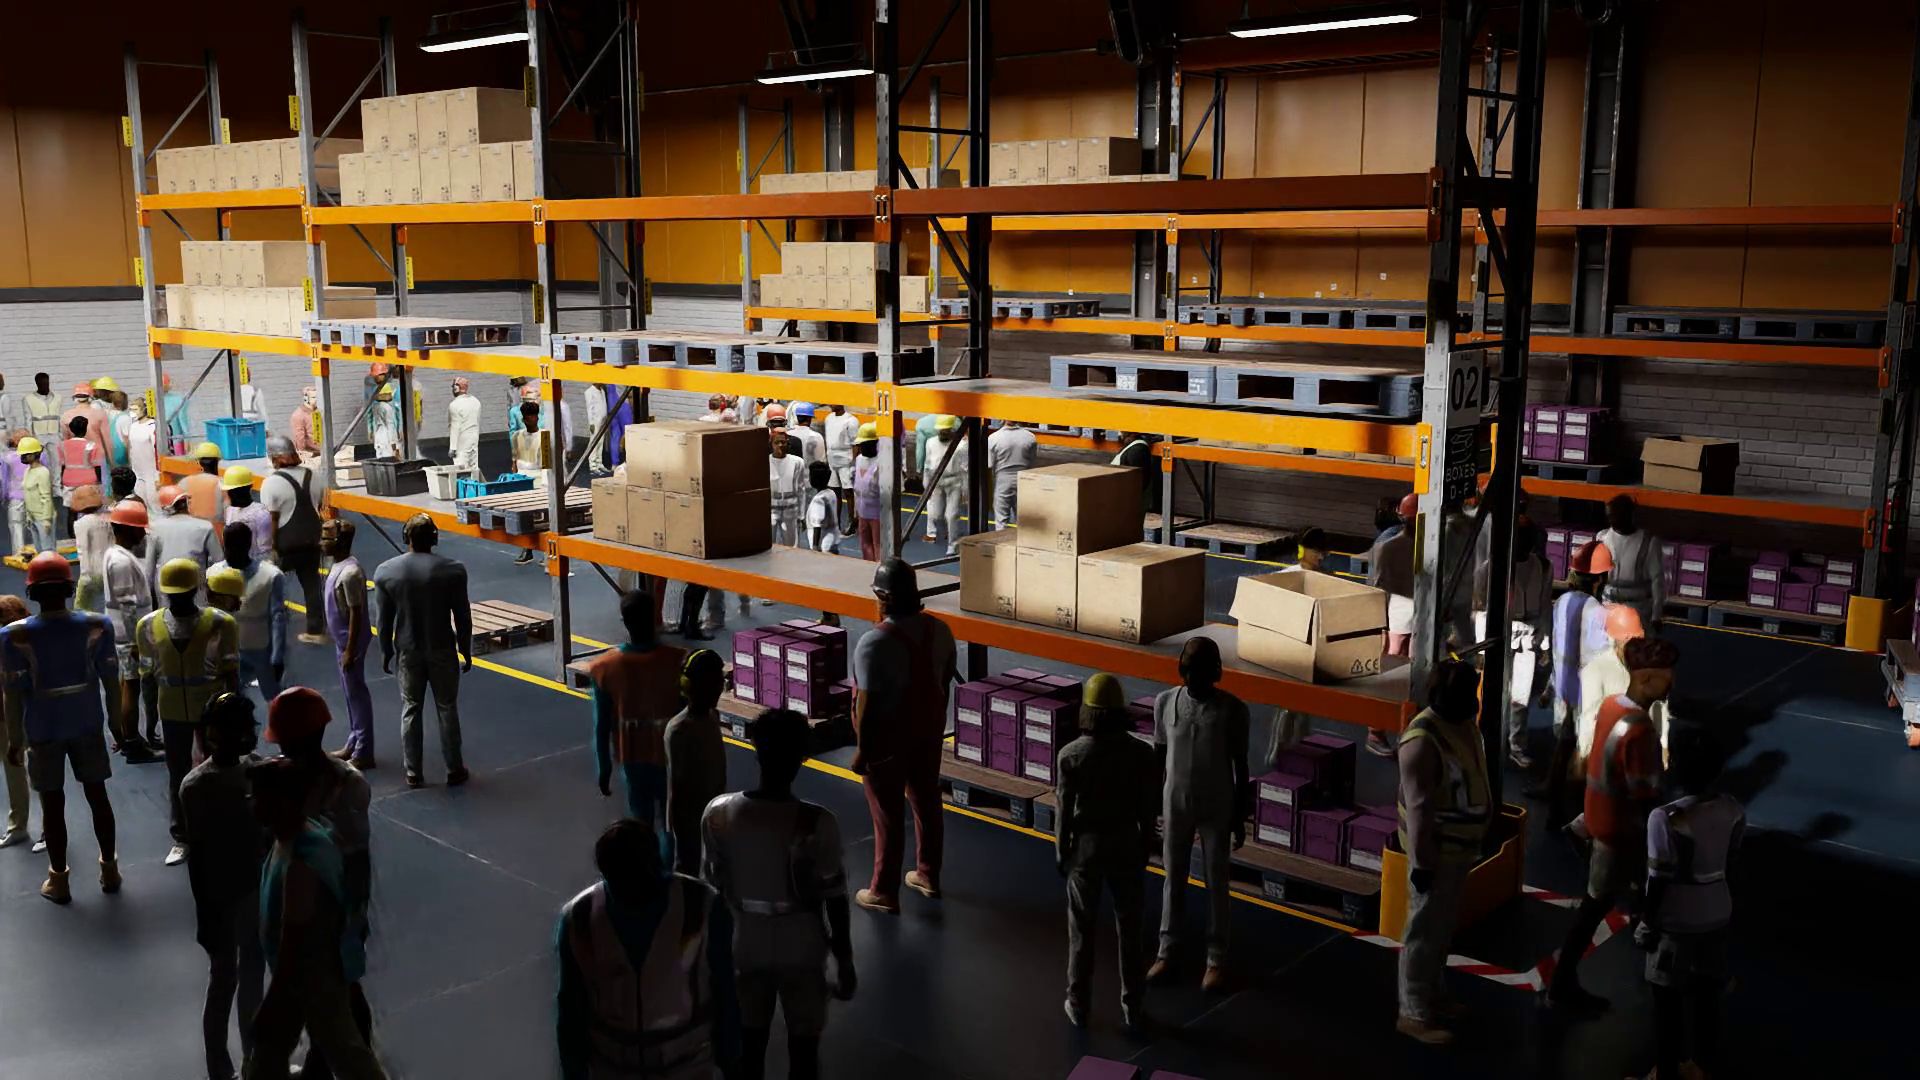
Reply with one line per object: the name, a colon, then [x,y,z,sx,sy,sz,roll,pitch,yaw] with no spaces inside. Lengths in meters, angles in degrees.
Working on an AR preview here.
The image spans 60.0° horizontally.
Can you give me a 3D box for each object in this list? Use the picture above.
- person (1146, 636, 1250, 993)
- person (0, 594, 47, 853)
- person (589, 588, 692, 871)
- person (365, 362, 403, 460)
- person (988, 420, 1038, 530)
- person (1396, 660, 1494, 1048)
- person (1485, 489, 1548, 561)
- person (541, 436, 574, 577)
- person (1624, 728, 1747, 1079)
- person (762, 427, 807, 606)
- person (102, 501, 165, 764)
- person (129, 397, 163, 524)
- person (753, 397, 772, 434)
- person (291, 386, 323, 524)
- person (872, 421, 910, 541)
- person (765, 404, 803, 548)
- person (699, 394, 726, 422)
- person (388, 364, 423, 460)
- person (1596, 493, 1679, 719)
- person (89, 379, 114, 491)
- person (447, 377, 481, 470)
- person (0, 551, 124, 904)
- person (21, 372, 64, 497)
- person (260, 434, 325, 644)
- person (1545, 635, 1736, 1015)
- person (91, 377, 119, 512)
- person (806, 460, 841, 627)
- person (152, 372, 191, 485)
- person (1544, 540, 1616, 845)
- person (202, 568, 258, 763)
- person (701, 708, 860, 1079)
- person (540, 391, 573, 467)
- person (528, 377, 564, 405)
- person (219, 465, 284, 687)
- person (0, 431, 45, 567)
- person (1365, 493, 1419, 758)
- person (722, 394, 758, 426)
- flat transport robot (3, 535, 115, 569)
person: [1.206,1.379,8.452,0.517,1.842,0.326,4,11,24]
person: [-5.880,1.140,10.393,0.499,1.634,0.279,2,10,13]
person: [-1.721,1.210,9.274,0.622,1.910,0.572,0,10,2]
person: [-8.828,-1.731,25.522,0.606,2.033,0.414,1,10,8]
person: [0.598,-0.640,19.693,0.651,1.905,0.403,-3,10,-17]
person: [2.315,1.468,7.956,0.429,1.841,0.633,7,12,35]
person: [4.729,0.405,14.263,0.553,1.740,0.371,-3,10,-15]
person: [-4.634,-0.391,19.044,0.314,1.636,0.517,-5,11,-28]
person: [3.185,1.655,7.309,0.536,1.697,0.318,-5,11,-27]
person: [-1.904,-0.251,17.560,0.574,1.883,0.355,-4,11,-19]
person: [-6.059,0.672,12.212,0.374,1.928,0.543,-6,12,-30]
person: [-9.973,-0.786,20.425,0.630,1.940,0.372,7,12,33]
person: [-2.855,-1.405,24.493,0.354,1.737,0.576,-4,11,-19]
person: [-8.664,-1.112,22.361,0.409,1.907,0.649,2,10,13]
person: [-0.893,-0.913,21.202,0.549,1.923,0.390,-8,13,-40]
person: [-2.074,-0.550,18.927,0.622,1.993,0.382,-5,11,-26]
person: [-3.207,-1.006,21.965,0.560,1.835,0.394,4,11,24]
person: [-8.877,-1.905,26.460,0.641,2.000,0.694,9,13,41]
person: [5.377,0.531,13.260,0.723,1.855,0.618,-9,13,-40]
person: [-13.246,-1.613,25.673,0.485,1.737,0.321,9,13,42]
person: [-7.146,-1.385,23.899,0.410,1.909,0.643,3,10,16]
person: [-5.184,1.073,9.623,0.615,2.039,0.391,-8,13,-38]
person: [-13.685,-1.554,24.876,0.395,1.908,0.584,6,12,31]
person: [-6.429,-0.023,15.822,0.830,2.000,0.695,6,12,32]
person: [3.355,1.405,8.059,0.961,1.918,0.641,2,10,13]
person: [-12.179,-1.370,23.786,0.396,1.916,0.589,-2,10,-10]
person: [-1.341,0.062,16.331,0.319,1.694,0.534,2,10,13]
person: [-11.465,-1.468,24.204,0.652,1.973,0.619,3,11,18]
person: [3.952,0.962,10.529,0.344,1.942,0.548,-2,10,-11]
person: [-4.754,1.030,10.715,0.453,1.727,0.547,-2,10,-10]
person: [-0.733,1.634,6.706,0.653,1.955,0.398,3,11,19]
person: [-5.713,-1.297,23.353,0.510,1.925,0.614,-8,13,-40]
person: [-6.727,-1.956,27.038,0.635,1.937,0.352,-9,13,-40]
person: [-6.124,0.305,14.329,0.593,1.917,0.403,8,13,39]
person: [-11.045,-0.484,19.635,0.576,1.619,0.347,-10,14,-44]
person: [3.316,0.625,12.329,0.621,1.987,0.410,-5,11,-28]
person: [-3.307,-1.593,24.973,0.612,1.943,0.412,-5,11,-26]
flat transport robot: [-10.613,0.123,19.999,0.652,0.197,1.431,8,13,39]
